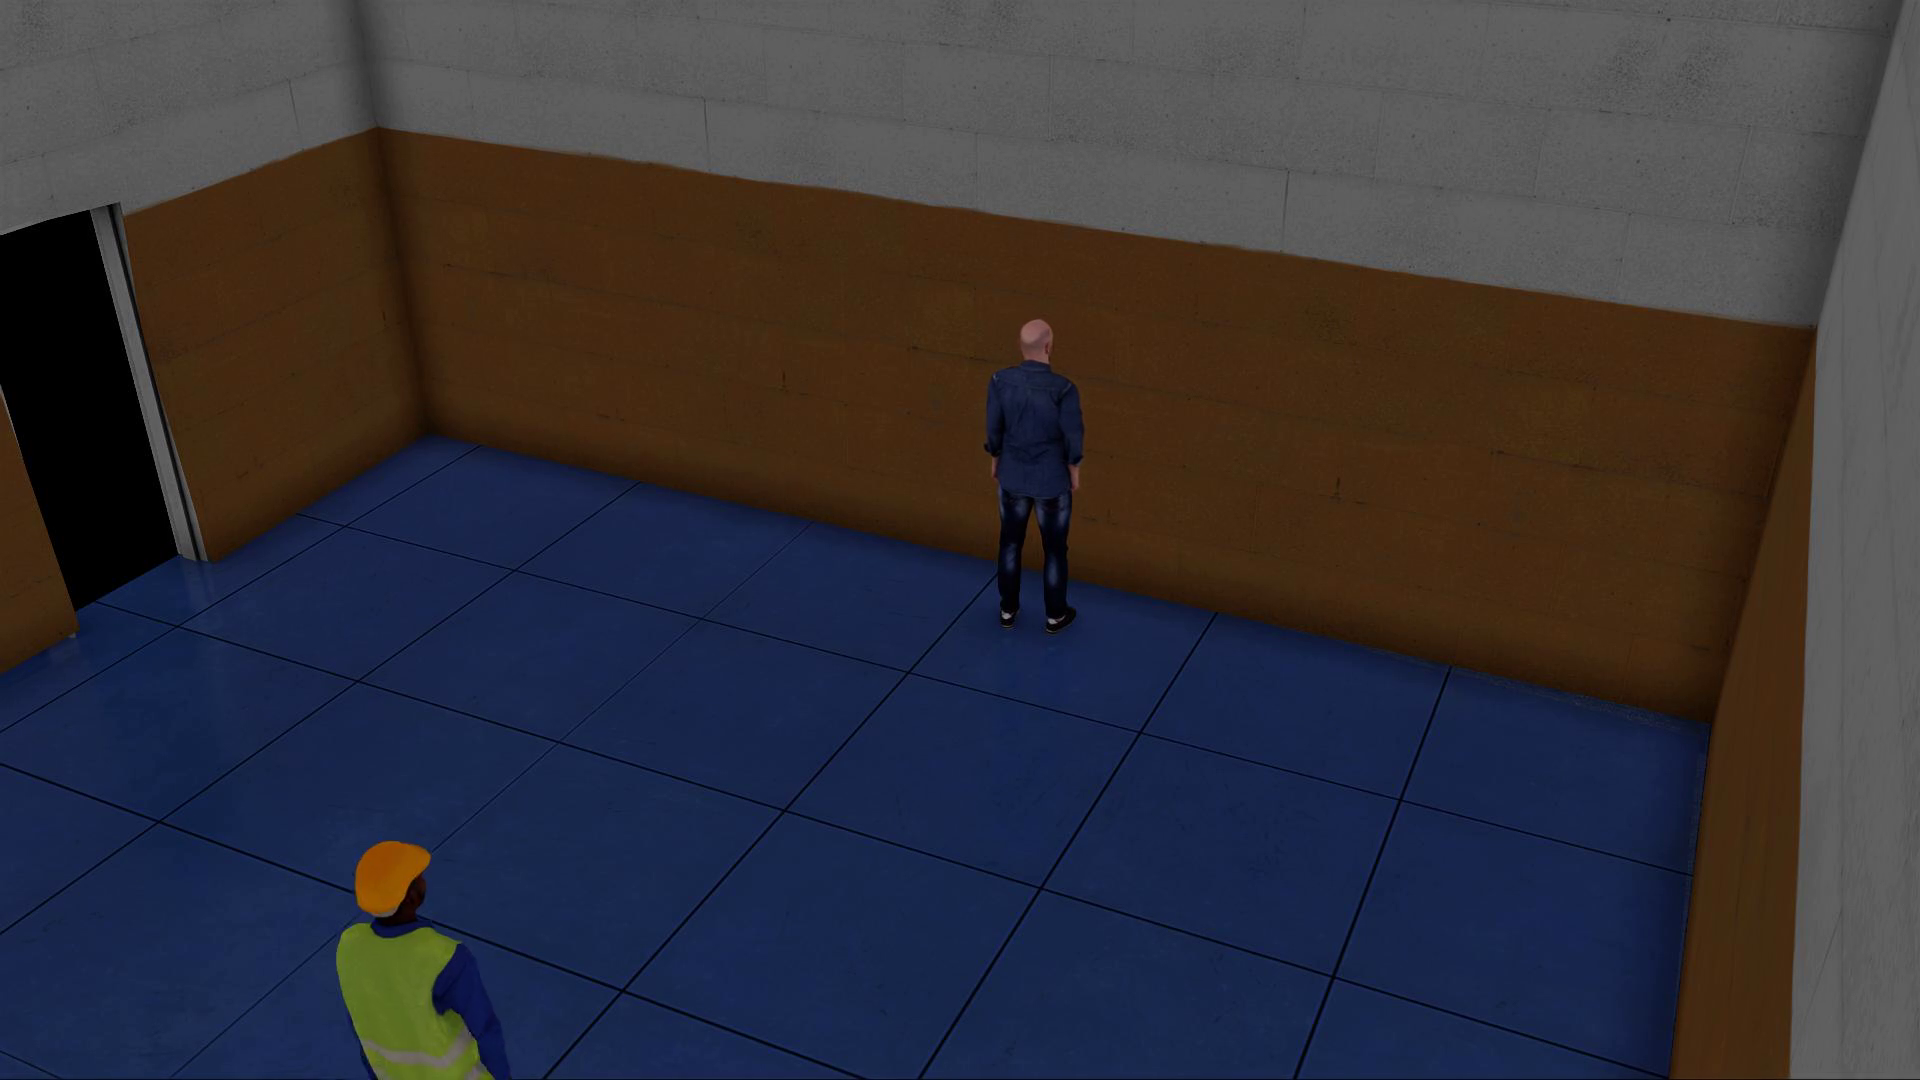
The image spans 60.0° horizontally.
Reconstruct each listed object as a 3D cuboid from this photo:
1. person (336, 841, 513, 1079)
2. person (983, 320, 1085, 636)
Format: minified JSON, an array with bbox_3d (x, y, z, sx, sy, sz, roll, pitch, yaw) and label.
[{"bbox_3d":[-1.696,1.756,5.287,0.914,1.800,0.797,9,30,15],"label":"person"},{"bbox_3d":[0.411,-0.331,9.079,0.554,1.828,0.795,9,30,17],"label":"person"}]
